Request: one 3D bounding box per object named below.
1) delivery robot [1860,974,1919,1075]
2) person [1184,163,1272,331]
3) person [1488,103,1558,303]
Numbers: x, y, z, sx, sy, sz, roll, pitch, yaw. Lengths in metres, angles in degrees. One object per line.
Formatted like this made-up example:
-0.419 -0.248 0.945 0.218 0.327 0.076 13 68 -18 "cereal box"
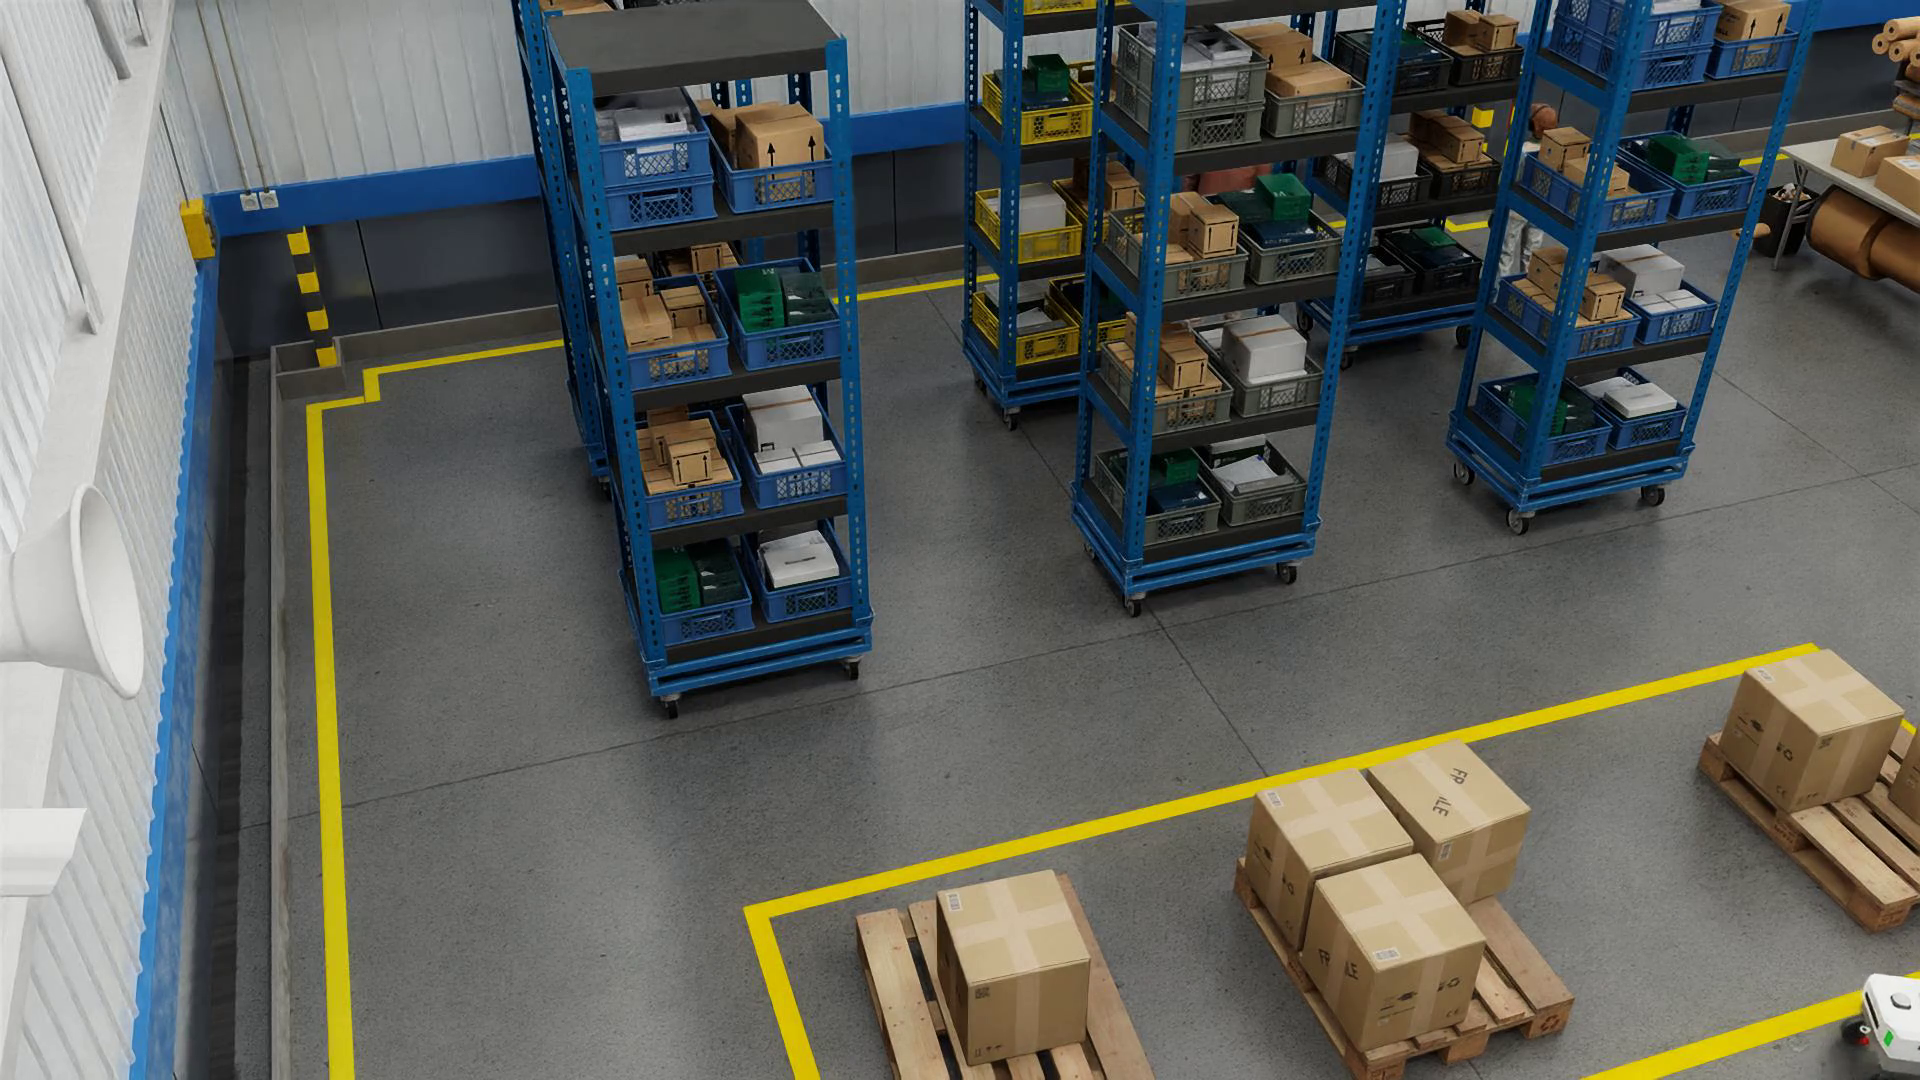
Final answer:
4.114 2.006 6.857 0.707 0.478 0.477 5 36 8 "delivery robot"
1.832 -2.186 11.647 0.612 1.994 0.395 19 40 25 "person"
4.158 -2.410 12.277 0.519 1.633 0.311 -10 36 -14 "person"
